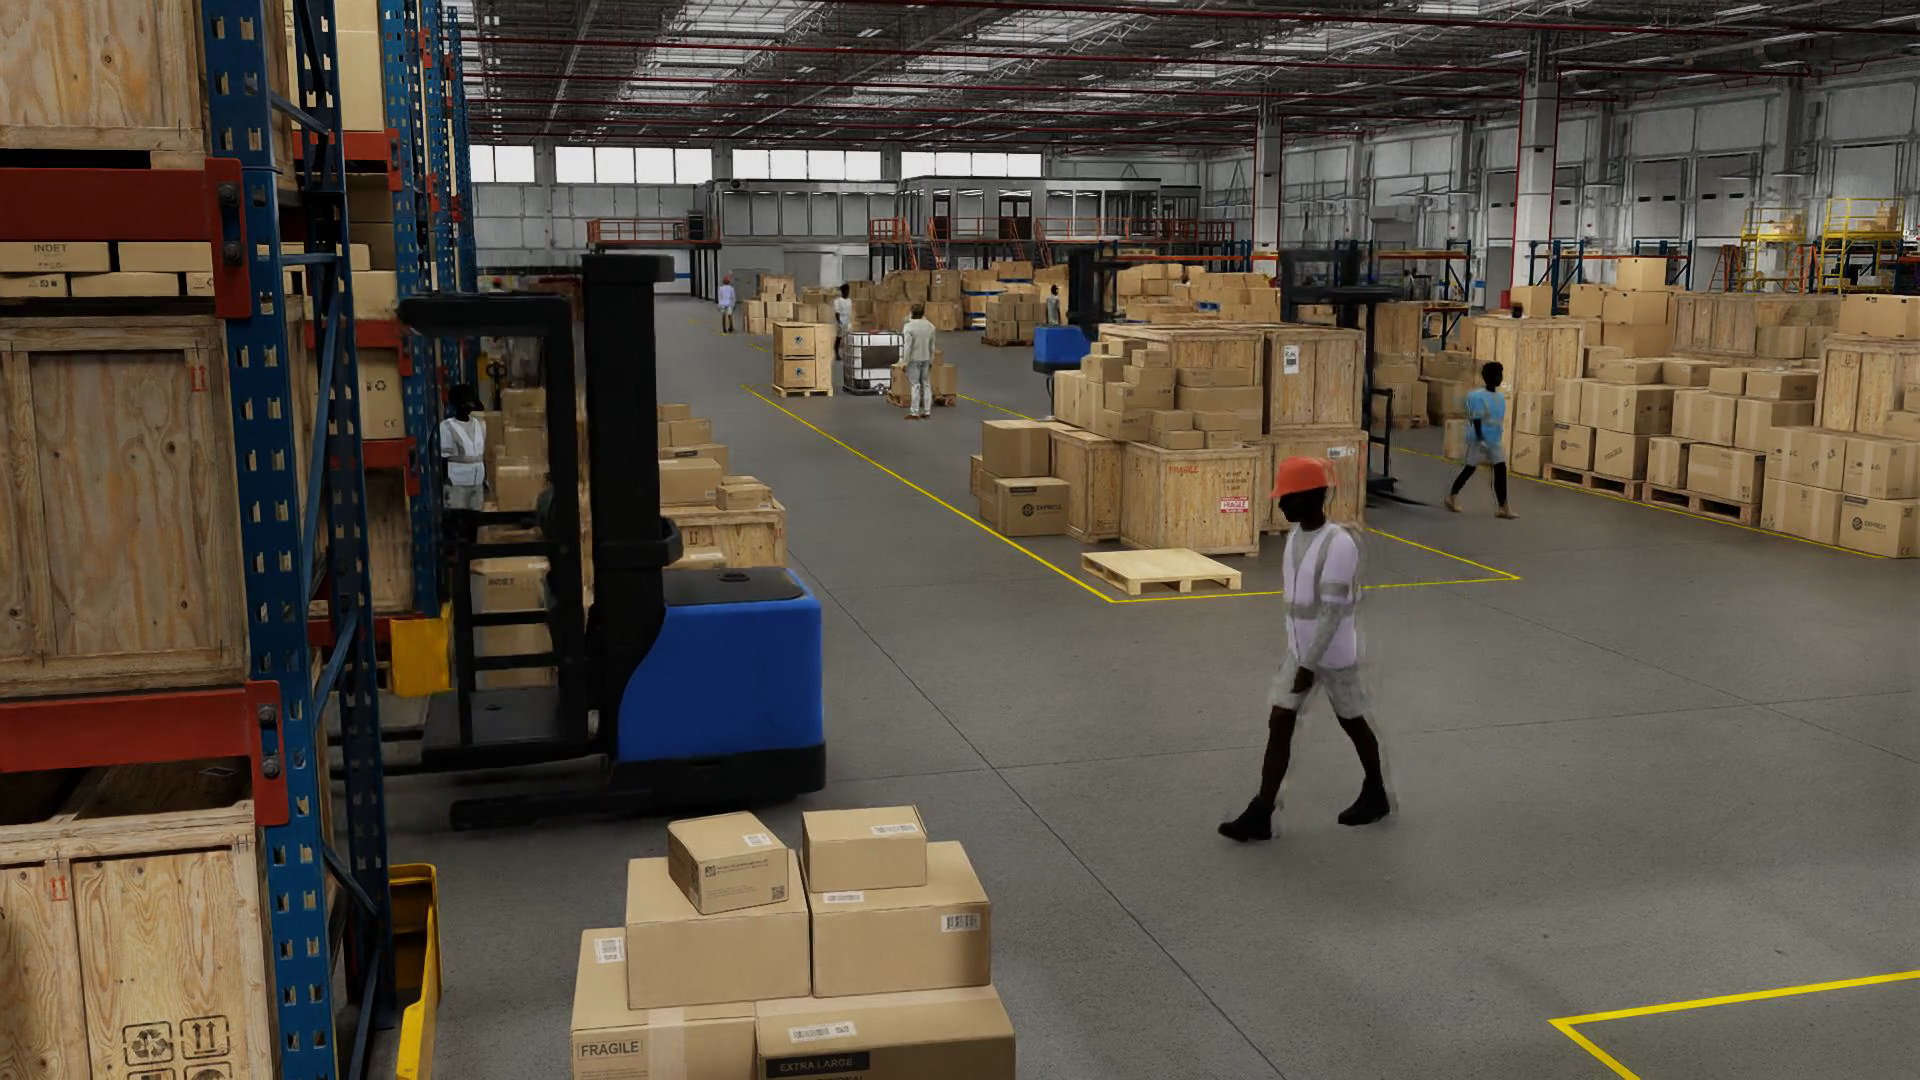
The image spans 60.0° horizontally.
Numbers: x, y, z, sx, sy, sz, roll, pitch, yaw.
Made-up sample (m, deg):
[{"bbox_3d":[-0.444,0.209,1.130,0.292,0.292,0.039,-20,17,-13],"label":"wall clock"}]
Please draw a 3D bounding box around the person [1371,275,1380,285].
[{"bbox_3d":[13.529,-7.762,54.799,0.577,1.931,0.632,8,13,39],"label":"person"}]

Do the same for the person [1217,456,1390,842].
[{"bbox_3d":[1.736,0.523,8.083,1.024,1.874,0.543,-5,11,-27],"label":"person"}]

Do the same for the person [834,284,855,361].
[{"bbox_3d":[-2.813,-5.383,41.357,0.612,1.922,0.958,-9,14,-43],"label":"person"}]

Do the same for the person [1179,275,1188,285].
[{"bbox_3d":[7.954,-8.339,58.294,0.869,1.850,0.606,9,13,40],"label":"person"}]

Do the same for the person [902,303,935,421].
[{"bbox_3d":[-0.690,-2.934,27.447,0.635,1.939,0.359,-8,13,-40],"label":"person"}]

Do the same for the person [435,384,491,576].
[{"bbox_3d":[-4.278,-0.502,14.364,0.322,1.696,0.536,6,12,30],"label":"person"}]

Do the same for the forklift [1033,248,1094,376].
[{"bbox_3d":[2.658,-5.101,37.055,1.873,2.768,1.129,-3,10,-15],"label":"forklift"}]

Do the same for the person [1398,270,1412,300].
[{"bbox_3d":[20.622,-11.610,77.020,0.628,1.787,0.961,-6,11,-29],"label":"person"}]

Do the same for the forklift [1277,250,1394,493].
[{"bbox_3d":[4.145,-1.981,19.391,1.129,2.768,1.873,-3,10,-15],"label":"forklift"}]

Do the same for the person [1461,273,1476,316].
[{"bbox_3d":[19.742,-9.452,64.602,0.546,1.855,0.427,2,10,10],"label":"person"}]

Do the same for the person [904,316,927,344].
[{"bbox_3d":[-0.953,-4.280,35.953,0.524,1.633,0.335,-1,10,-3],"label":"person"}]

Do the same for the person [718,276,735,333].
[{"bbox_3d":[-7.717,-7.787,55.021,0.578,1.910,0.664,-2,10,-11],"label":"person"}]

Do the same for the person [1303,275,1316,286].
[{"bbox_3d":[10.185,-6.700,48.490,0.536,2.000,0.678,2,10,10],"label":"person"}]

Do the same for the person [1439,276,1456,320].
[{"bbox_3d":[15.820,-7.635,54.134,0.390,1.921,0.583,-9,13,-41],"label":"person"}]

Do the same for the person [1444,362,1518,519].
[{"bbox_3d":[5.570,-1.079,17.710,0.526,1.664,0.844,-6,11,-29],"label":"person"}]

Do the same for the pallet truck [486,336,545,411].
[{"bbox_3d":[-6.242,-2.418,24.362,0.823,1.965,1.885,1,10,3],"label":"pallet truck"}]

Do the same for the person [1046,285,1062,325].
[{"bbox_3d":[2.482,-5.829,44.087,0.317,1.859,0.525,-9,13,-41],"label":"person"}]

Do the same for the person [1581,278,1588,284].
[{"bbox_3d":[18.891,-6.944,50.225,0.621,1.924,0.488,-9,13,-40],"label":"person"}]

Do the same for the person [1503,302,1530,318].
[{"bbox_3d":[10.713,-3.696,32.122,0.630,1.823,0.672,3,10,14],"label":"person"}]

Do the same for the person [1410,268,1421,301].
[{"bbox_3d":[21.212,-11.734,77.557,0.602,1.854,0.908,-1,10,-8],"label":"person"}]

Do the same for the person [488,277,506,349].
[{"bbox_3d":[-12.943,-6.407,46.909,0.628,2.005,0.907,4,11,23],"label":"person"}]

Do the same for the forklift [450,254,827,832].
[{"bbox_3d":[-1.708,-0.074,8.593,1.873,2.768,1.129,-3,10,-15],"label":"forklift"}]

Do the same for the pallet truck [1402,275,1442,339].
[{"bbox_3d":[14.620,-7.324,52.145,0.823,1.965,1.885,8,13,40],"label":"pallet truck"}]

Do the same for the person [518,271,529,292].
[{"bbox_3d":[-21.246,-12.291,81.129,0.745,1.682,0.595,8,13,37],"label":"person"}]

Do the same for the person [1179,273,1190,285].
[{"bbox_3d":[8.403,-9.065,62.362,0.354,1.876,0.574,-6,12,-29],"label":"person"}]
